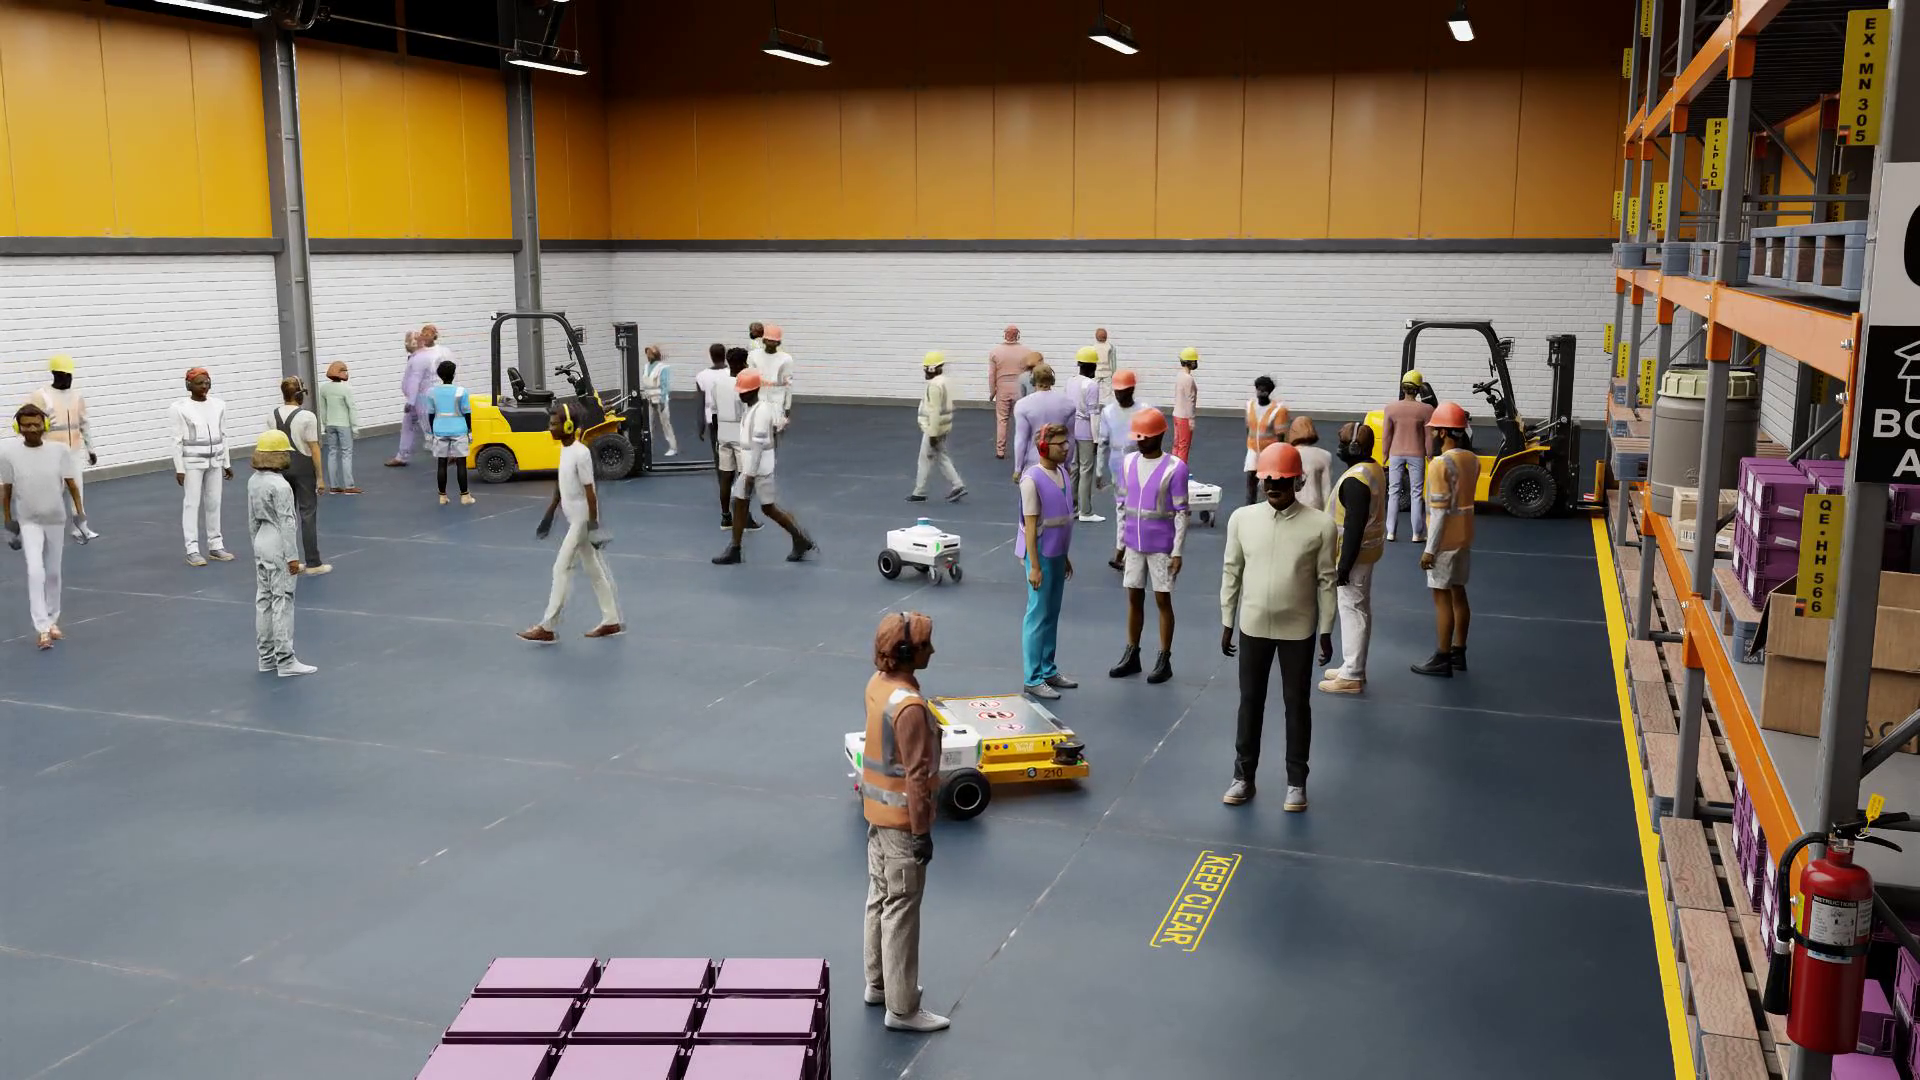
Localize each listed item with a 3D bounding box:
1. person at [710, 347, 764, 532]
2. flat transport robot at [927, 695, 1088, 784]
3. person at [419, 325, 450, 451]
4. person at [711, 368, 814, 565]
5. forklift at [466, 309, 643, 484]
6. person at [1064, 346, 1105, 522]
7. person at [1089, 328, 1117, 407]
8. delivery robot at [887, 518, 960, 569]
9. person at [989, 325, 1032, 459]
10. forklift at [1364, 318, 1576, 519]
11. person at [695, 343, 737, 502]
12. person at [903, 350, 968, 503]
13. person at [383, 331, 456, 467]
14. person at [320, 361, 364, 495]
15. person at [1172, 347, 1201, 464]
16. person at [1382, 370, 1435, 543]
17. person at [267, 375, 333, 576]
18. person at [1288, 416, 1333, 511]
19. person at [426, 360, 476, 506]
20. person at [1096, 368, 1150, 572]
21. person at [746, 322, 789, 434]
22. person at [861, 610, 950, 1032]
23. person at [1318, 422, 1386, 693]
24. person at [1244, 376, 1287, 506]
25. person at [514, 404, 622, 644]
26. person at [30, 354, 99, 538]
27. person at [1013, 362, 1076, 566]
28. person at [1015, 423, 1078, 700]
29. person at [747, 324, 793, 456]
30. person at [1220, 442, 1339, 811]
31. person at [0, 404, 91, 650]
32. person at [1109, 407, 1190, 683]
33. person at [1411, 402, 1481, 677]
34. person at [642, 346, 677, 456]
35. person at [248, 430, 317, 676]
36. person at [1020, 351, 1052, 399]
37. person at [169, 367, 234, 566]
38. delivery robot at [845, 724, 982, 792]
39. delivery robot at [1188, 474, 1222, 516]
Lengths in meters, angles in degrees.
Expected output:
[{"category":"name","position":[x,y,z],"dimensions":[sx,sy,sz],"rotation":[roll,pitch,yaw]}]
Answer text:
[{"category":"person","position":[-2.361,-1.067,17.637],"dimensions":[0.614,1.964,0.361],"rotation":[7,12,34]},{"category":"flat transport robot","position":[0.244,1.149,9.860],"dimensions":[0.652,0.197,1.431],"rotation":[-1,8,-13]},{"category":"person","position":[-7.758,-2.217,24.388],"dimensions":[0.622,1.866,0.454],"rotation":[1,10,3]},{"category":"person","position":[-1.877,-0.696,15.805],"dimensions":[0.922,1.894,0.534],"rotation":[-5,11,-26]},{"category":"forklift","position":[-5.354,-1.902,21.697],"dimensions":[2.313,2.155,1.214],"rotation":[-2,10,-13]},{"category":"person","position":[1.369,-1.160,18.268],"dimensions":[0.370,1.925,0.594],"rotation":[-6,12,-30]},{"category":"person","position":[2.381,-2.744,28.009],"dimensions":[0.522,1.636,0.310],"rotation":[0,10,-1]},{"category":"delivery robot","position":[-0.328,0.043,15.078],"dimensions":[0.707,0.478,0.477],"rotation":[9,13,43]},{"category":"person","position":[0.732,-2.098,23.613],"dimensions":[0.651,1.906,0.409],"rotation":[1,10,4]},{"category":"forklift","position":[5.787,-1.437,19.079],"dimensions":[2.313,2.155,1.214],"rotation":[3,11,19]},{"category":"person","position":[-2.819,-1.392,19.733],"dimensions":[0.626,1.879,0.863],"rotation":[0,10,-2]},{"category":"person","position":[-0.275,-1.322,19.525],"dimensions":[0.676,1.817,0.606],"rotation":[2,10,13]},{"category":"person","position":[-7.381,-1.924,22.753],"dimensions":[0.974,1.869,0.635],"rotation":[-4,11,-22]},{"category":"person","position":[-7.549,-1.367,20.266],"dimensions":[0.507,1.631,0.273],"rotation":[4,11,21]},{"category":"person","position":[2.821,-1.515,20.726],"dimensions":[0.326,1.769,0.524],"rotation":[-2,10,-9]},{"category":"person","position":[4.577,-0.851,16.988],"dimensions":[0.533,1.767,0.326],"rotation":[5,11,25]},{"category":"person","position":[-6.078,-0.583,15.255],"dimensions":[0.516,1.843,0.327],"rotation":[2,10,13]},{"category":"person","position":[2.892,-0.241,14.031],"dimensions":[0.538,1.601,0.740],"rotation":[1,10,6]},{"category":"person","position":[-5.925,-1.239,19.361],"dimensions":[0.535,1.700,0.318],"rotation":[0,10,3]},{"category":"person","position":[1.529,-0.648,15.513],"dimensions":[0.565,1.883,0.981],"rotation":[5,11,28]},{"category":"person","position":[-3.172,-2.579,26.603],"dimensions":[0.880,1.812,0.635],"rotation":[5,11,25]},{"category":"person","position":[-0.227,1.080,6.465],"dimensions":[0.309,1.639,0.522],"rotation":[-4,11,-19]},{"category":"person","position":[2.659,0.119,11.314],"dimensions":[0.429,1.844,0.627],"rotation":[4,11,21]},{"category":"person","position":[3.287,-0.964,17.977],"dimensions":[0.543,1.623,0.920],"rotation":[7,12,35]},{"category":"person","position":[-3.029,-0.121,12.702],"dimensions":[0.916,1.834,0.514],"rotation":[-4,11,-20]},{"category":"person","position":[-9.218,-0.952,17.127],"dimensions":[0.434,1.915,0.649],"rotation":[5,11,24]},{"category":"person","position":[0.788,-0.698,15.653],"dimensions":[0.627,1.936,0.373],"rotation":[-4,11,-21]},{"category":"person","position":[0.580,0.129,11.230],"dimensions":[0.389,1.850,0.566],"rotation":[5,11,26]},{"category":"person","position":[-2.504,-1.826,21.796],"dimensions":[0.672,2.004,0.748],"rotation":[0,10,-1]},{"category":"person","position":[1.702,0.464,8.935],"dimensions":[0.625,1.992,0.388],"rotation":[4,11,21]},{"category":"person","position":[-6.881,-0.100,12.564],"dimensions":[0.541,1.836,0.863],"rotation":[-8,13,-39]},{"category":"person","position":[1.308,0.033,11.555],"dimensions":[0.542,1.927,0.381],"rotation":[8,13,37]},{"category":"person","position":[3.416,-0.002,11.721],"dimensions":[0.547,1.939,0.376],"rotation":[-10,14,-44]},{"category":"person","position":[-4.383,-1.967,23.753],"dimensions":[0.538,1.596,0.784],"rotation":[8,13,37]},{"category":"person","position":[-4.817,0.088,11.768],"dimensions":[0.492,1.741,0.319],"rotation":[8,13,39]},{"category":"person","position":[1.000,-1.722,22.291],"dimensions":[0.514,1.616,0.610],"rotation":[8,13,37]},{"category":"person","position":[-7.212,-0.707,15.851],"dimensions":[0.357,1.881,0.574],"rotation":[6,12,32]},{"category":"delivery robot","position":[-0.252,1.144,8.898],"dimensions":[0.707,0.478,0.477],"rotation":[-3,11,-15]},{"category":"delivery robot","position":[2.461,-0.473,18.005],"dimensions":[0.707,0.478,0.477],"rotation":[-3,11,-15]}]
